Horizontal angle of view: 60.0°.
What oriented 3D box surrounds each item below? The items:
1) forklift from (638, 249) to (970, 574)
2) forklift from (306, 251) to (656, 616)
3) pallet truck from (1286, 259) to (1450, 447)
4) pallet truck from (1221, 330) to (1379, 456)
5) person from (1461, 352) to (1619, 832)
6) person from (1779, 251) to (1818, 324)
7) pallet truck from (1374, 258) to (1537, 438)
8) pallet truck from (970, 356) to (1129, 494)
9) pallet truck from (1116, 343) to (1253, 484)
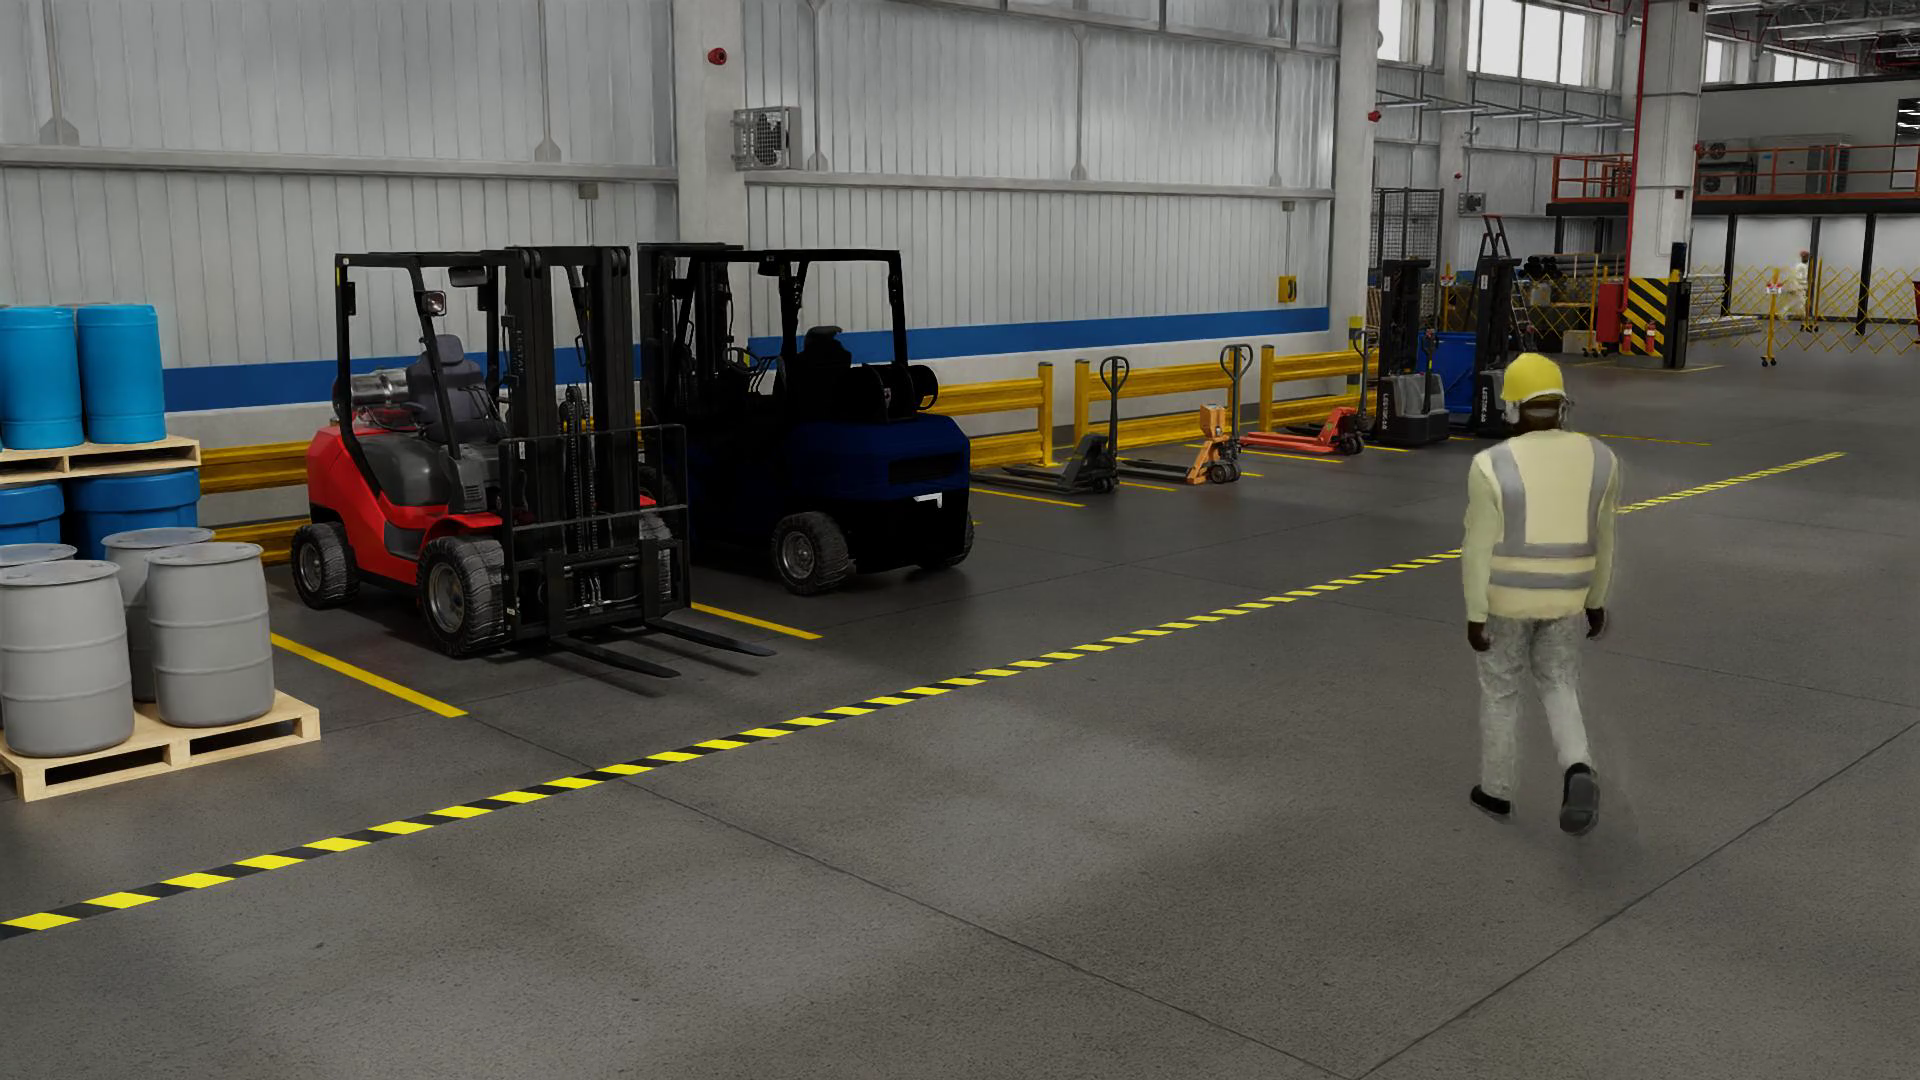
[{"bbox_3d":[-1.173,-0.958,11.239,2.680,1.987,1.157,10,14,43],"label":"forklift"},{"bbox_3d":[-2.833,-0.669,9.694,1.157,1.987,2.680,-10,14,-44],"label":"forklift"},{"bbox_3d":[4.493,-2.078,18.196,0.823,1.965,1.885,-9,14,-40],"label":"pallet truck"},{"bbox_3d":[3.563,-1.581,17.381,0.653,1.274,1.630,-10,14,-44],"label":"pallet truck"},{"bbox_3d":[2.158,0.212,6.199,0.603,1.813,0.590,-1,10,-7],"label":"person"},{"bbox_3d":[21.461,-6.451,42.489,0.970,1.841,0.591,10,14,44],"label":"person"},{"bbox_3d":[5.704,-2.208,18.901,1.885,1.965,0.823,10,14,43],"label":"pallet truck"},{"bbox_3d":[0.784,-1.085,14.876,0.680,1.201,1.601,-10,14,-44],"label":"pallet truck"},{"bbox_3d":[1.962,-1.215,15.415,1.522,1.261,0.704,10,14,43],"label":"pallet truck"}]
